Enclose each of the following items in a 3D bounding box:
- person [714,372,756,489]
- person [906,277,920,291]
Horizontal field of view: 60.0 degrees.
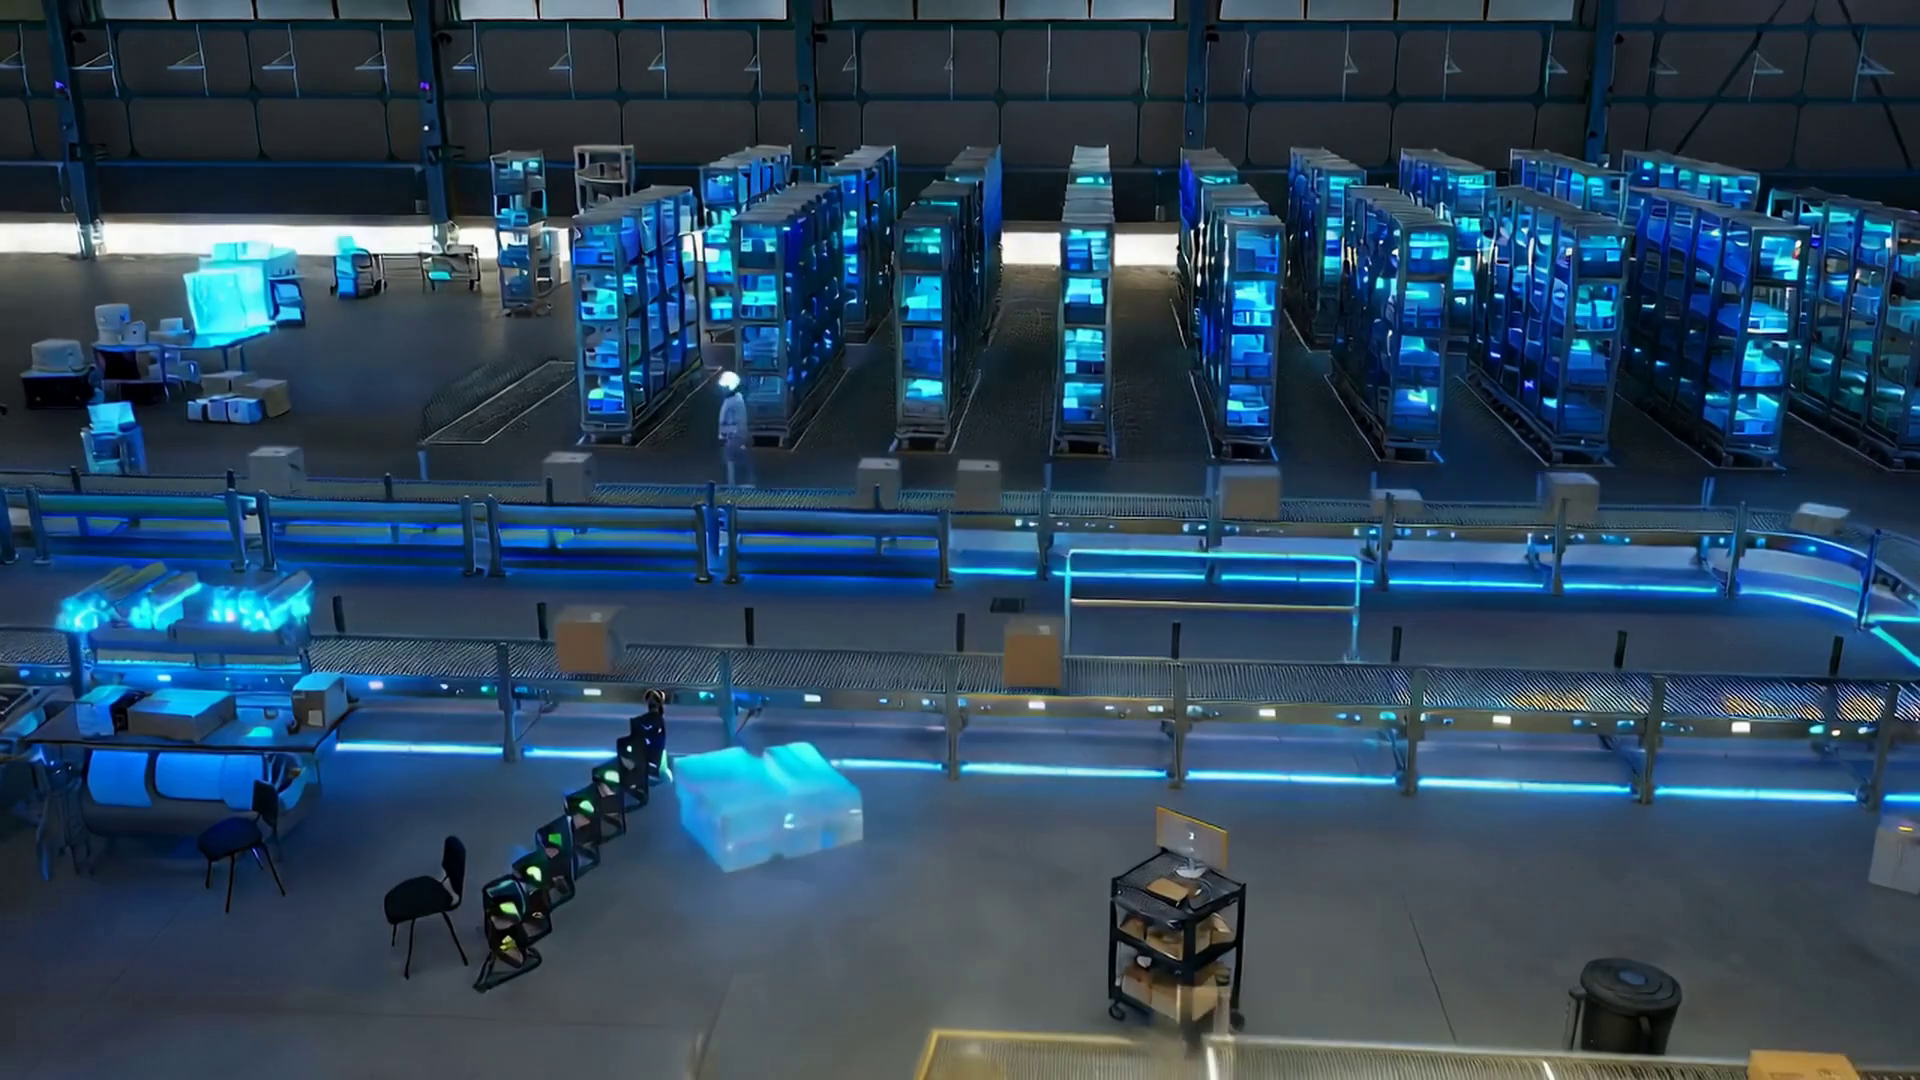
[{"bbox_3d":[-3.284,-1.471,23.295,0.909,1.788,0.599,-4,18,-11],"label":"person"},{"bbox_3d":[-0.886,-4.917,34.207,0.563,1.808,0.895,1,18,3],"label":"person"}]
